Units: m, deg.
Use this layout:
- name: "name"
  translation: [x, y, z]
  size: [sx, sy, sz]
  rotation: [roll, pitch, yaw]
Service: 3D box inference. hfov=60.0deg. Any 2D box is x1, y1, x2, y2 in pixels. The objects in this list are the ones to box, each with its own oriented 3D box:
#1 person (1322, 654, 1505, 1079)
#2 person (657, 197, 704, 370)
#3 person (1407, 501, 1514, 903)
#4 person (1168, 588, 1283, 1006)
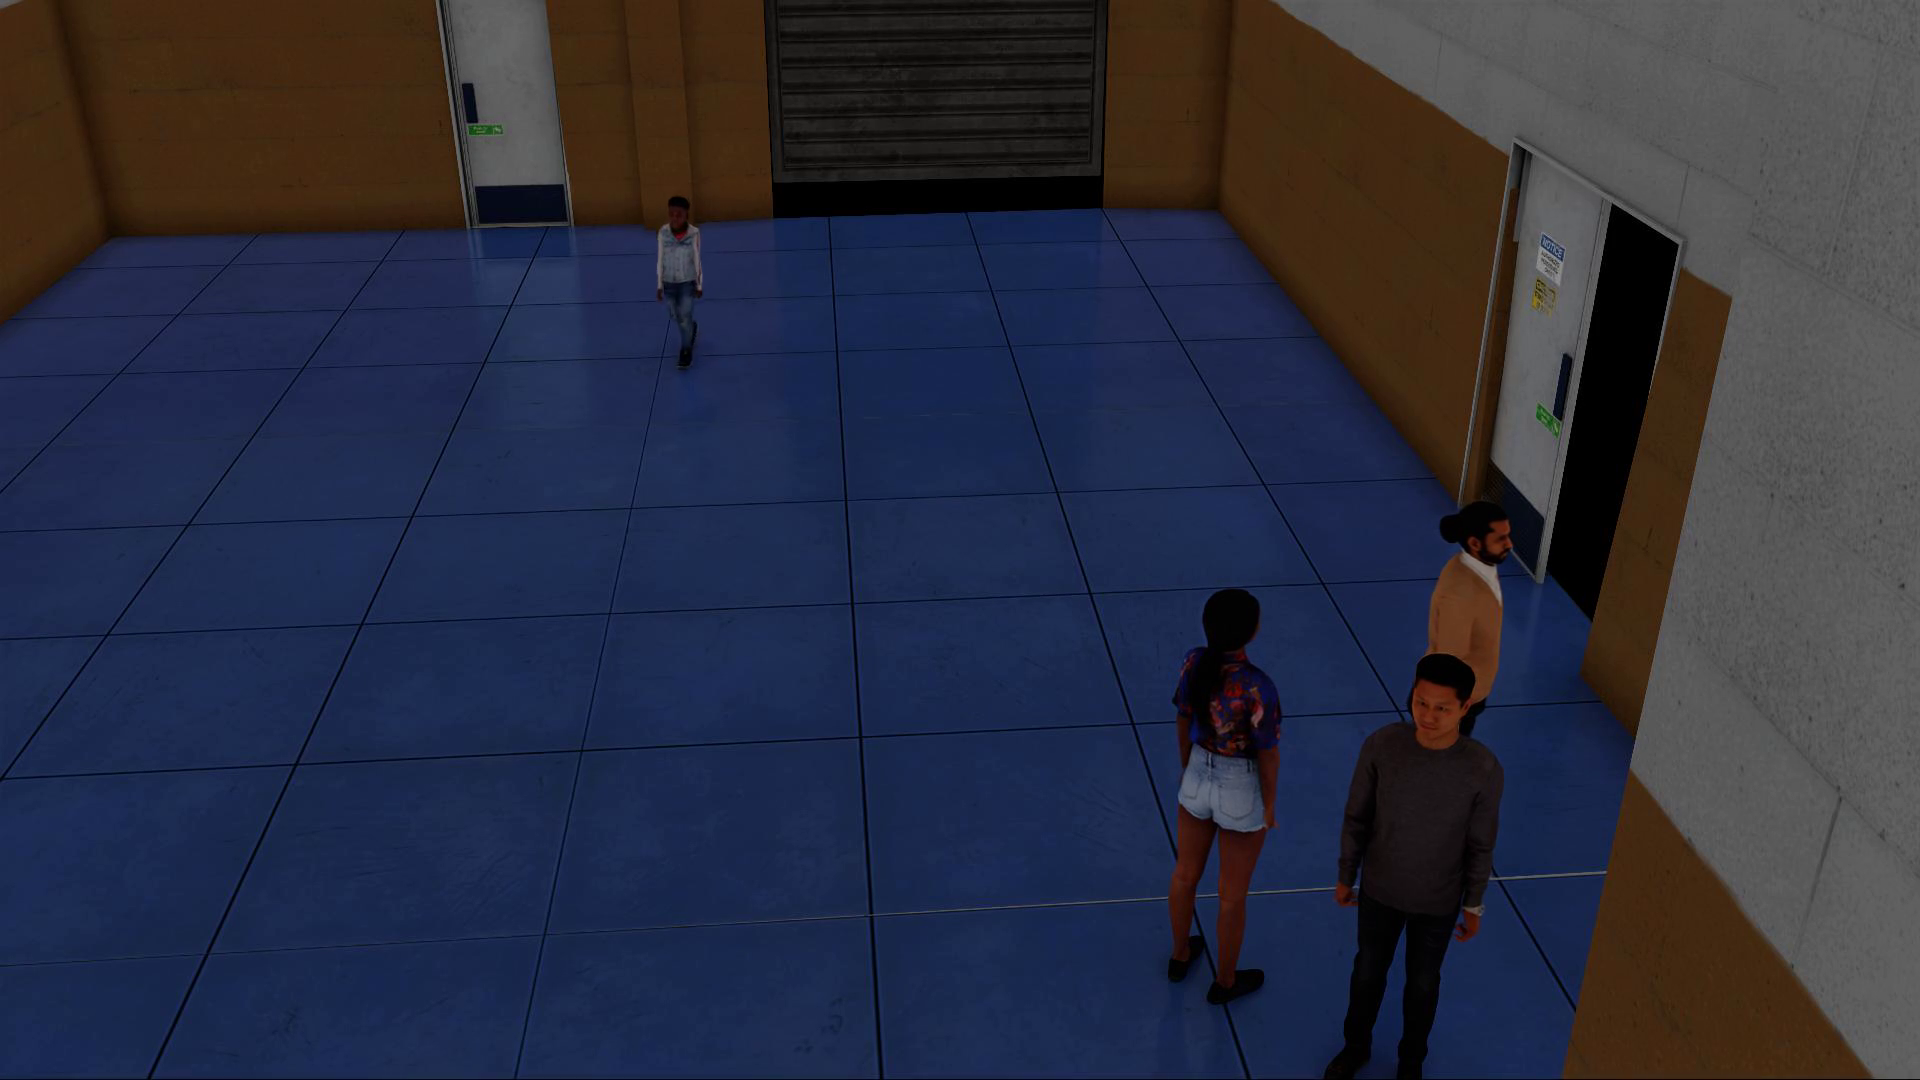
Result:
- name: "person"
  translation: [1.545, 1.171, 5.661]
  size: [0.647, 1.768, 0.780]
  rotation: [-9, 28, -17]
- name: "person"
  translation: [-2.070, -1.954, 12.403]
  size: [0.847, 1.243, 0.703]
  rotation: [6, 27, 11]
- name: "person"
  translation: [1.986, 0.637, 6.723]
  size: [0.749, 1.753, 0.748]
  rotation: [11, 29, 21]
- name: "person"
  translation: [0.965, 0.941, 6.142]
  size: [0.665, 1.743, 0.716]
  rotation: [23, 35, 37]
